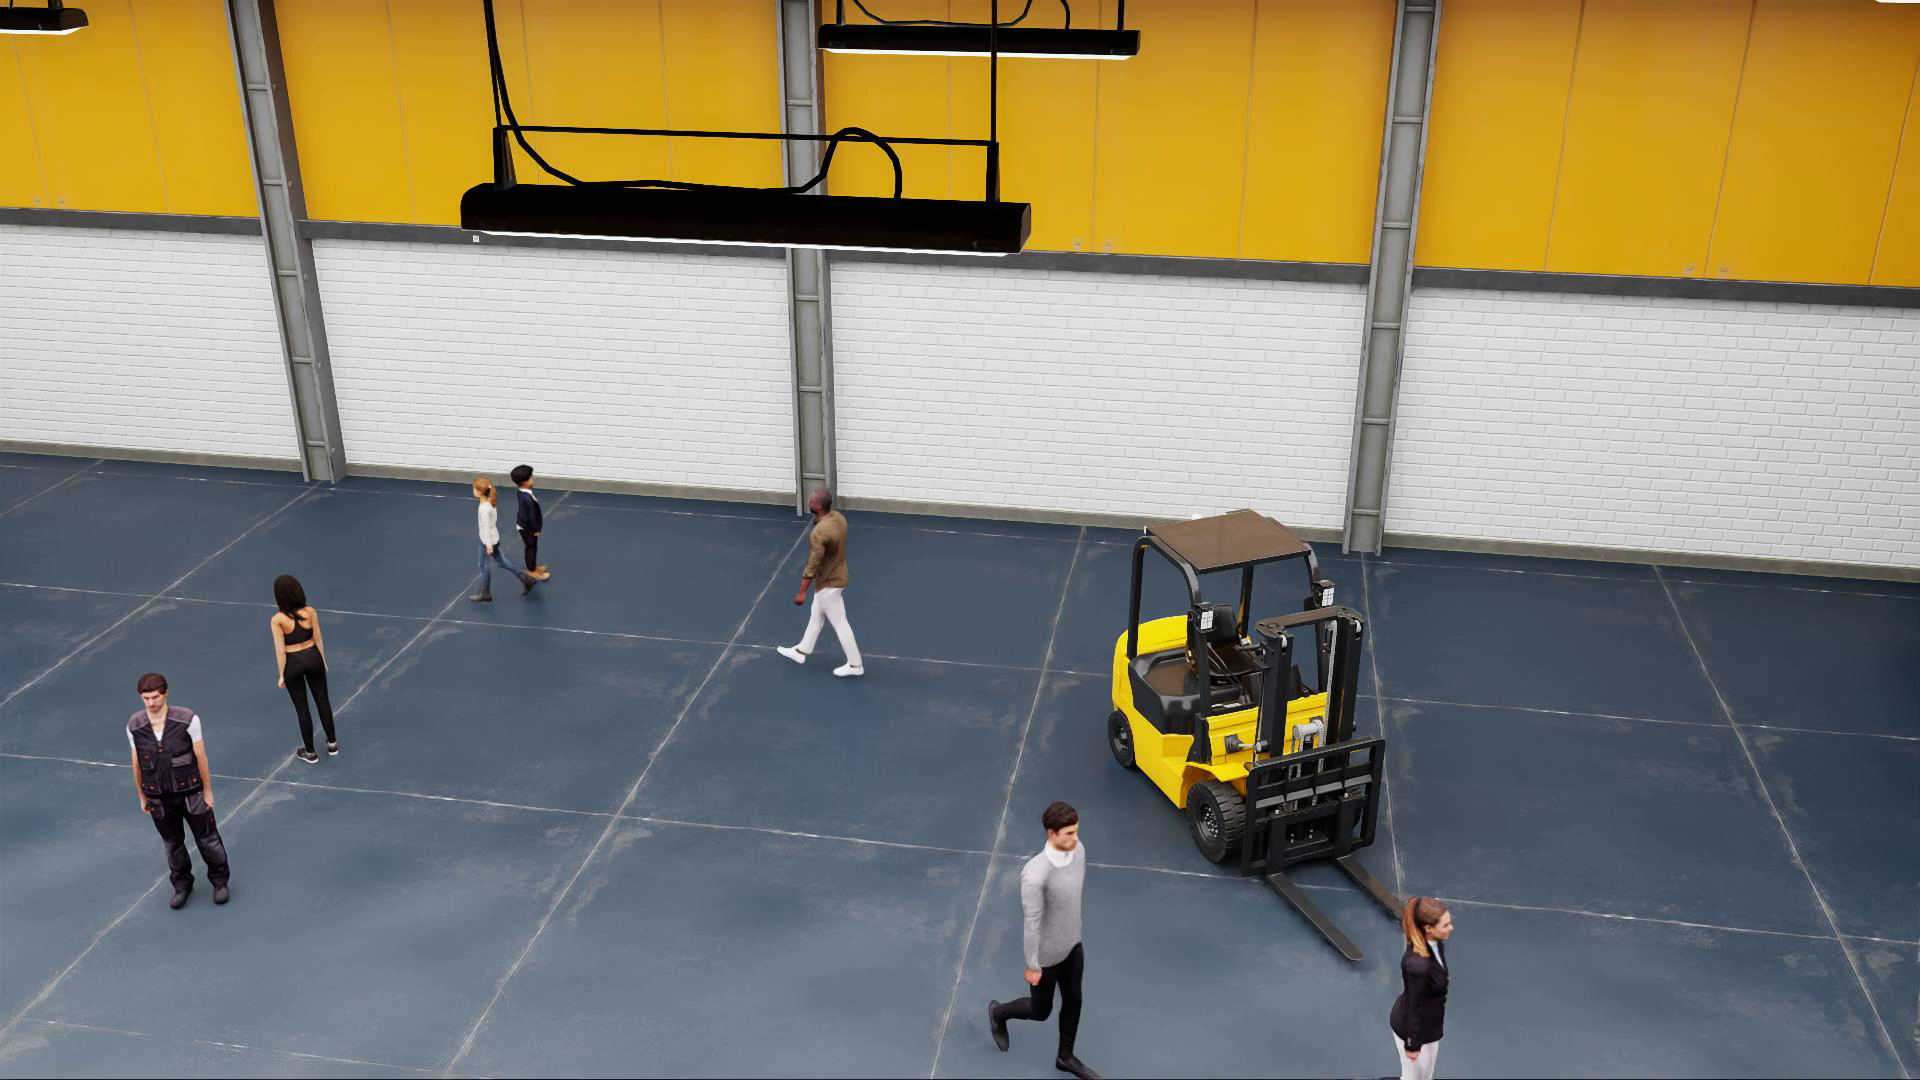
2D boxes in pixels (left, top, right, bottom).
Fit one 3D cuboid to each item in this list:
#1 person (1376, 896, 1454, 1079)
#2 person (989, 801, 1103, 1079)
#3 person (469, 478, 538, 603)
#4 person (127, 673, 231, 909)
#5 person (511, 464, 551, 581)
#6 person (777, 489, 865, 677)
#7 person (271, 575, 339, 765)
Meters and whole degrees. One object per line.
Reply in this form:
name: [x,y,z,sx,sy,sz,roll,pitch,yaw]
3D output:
person: [2.527,2.784,9.515,0.948,1.718,0.754,13,27,28]
person: [0.494,2.420,10.113,1.191,1.907,1.060,20,30,37]
person: [-4.548,0.015,16.379,0.939,1.295,0.592,0,24,-1]
person: [-5.519,1.747,11.728,0.644,1.846,0.782,-5,24,-11]
person: [-4.394,-0.179,16.911,0.632,1.224,0.587,-12,26,-26]
person: [-1.086,0.412,14.845,1.063,1.795,0.753,4,24,10]
person: [-5.364,1.047,13.588,0.637,1.641,0.683,-18,29,-35]
